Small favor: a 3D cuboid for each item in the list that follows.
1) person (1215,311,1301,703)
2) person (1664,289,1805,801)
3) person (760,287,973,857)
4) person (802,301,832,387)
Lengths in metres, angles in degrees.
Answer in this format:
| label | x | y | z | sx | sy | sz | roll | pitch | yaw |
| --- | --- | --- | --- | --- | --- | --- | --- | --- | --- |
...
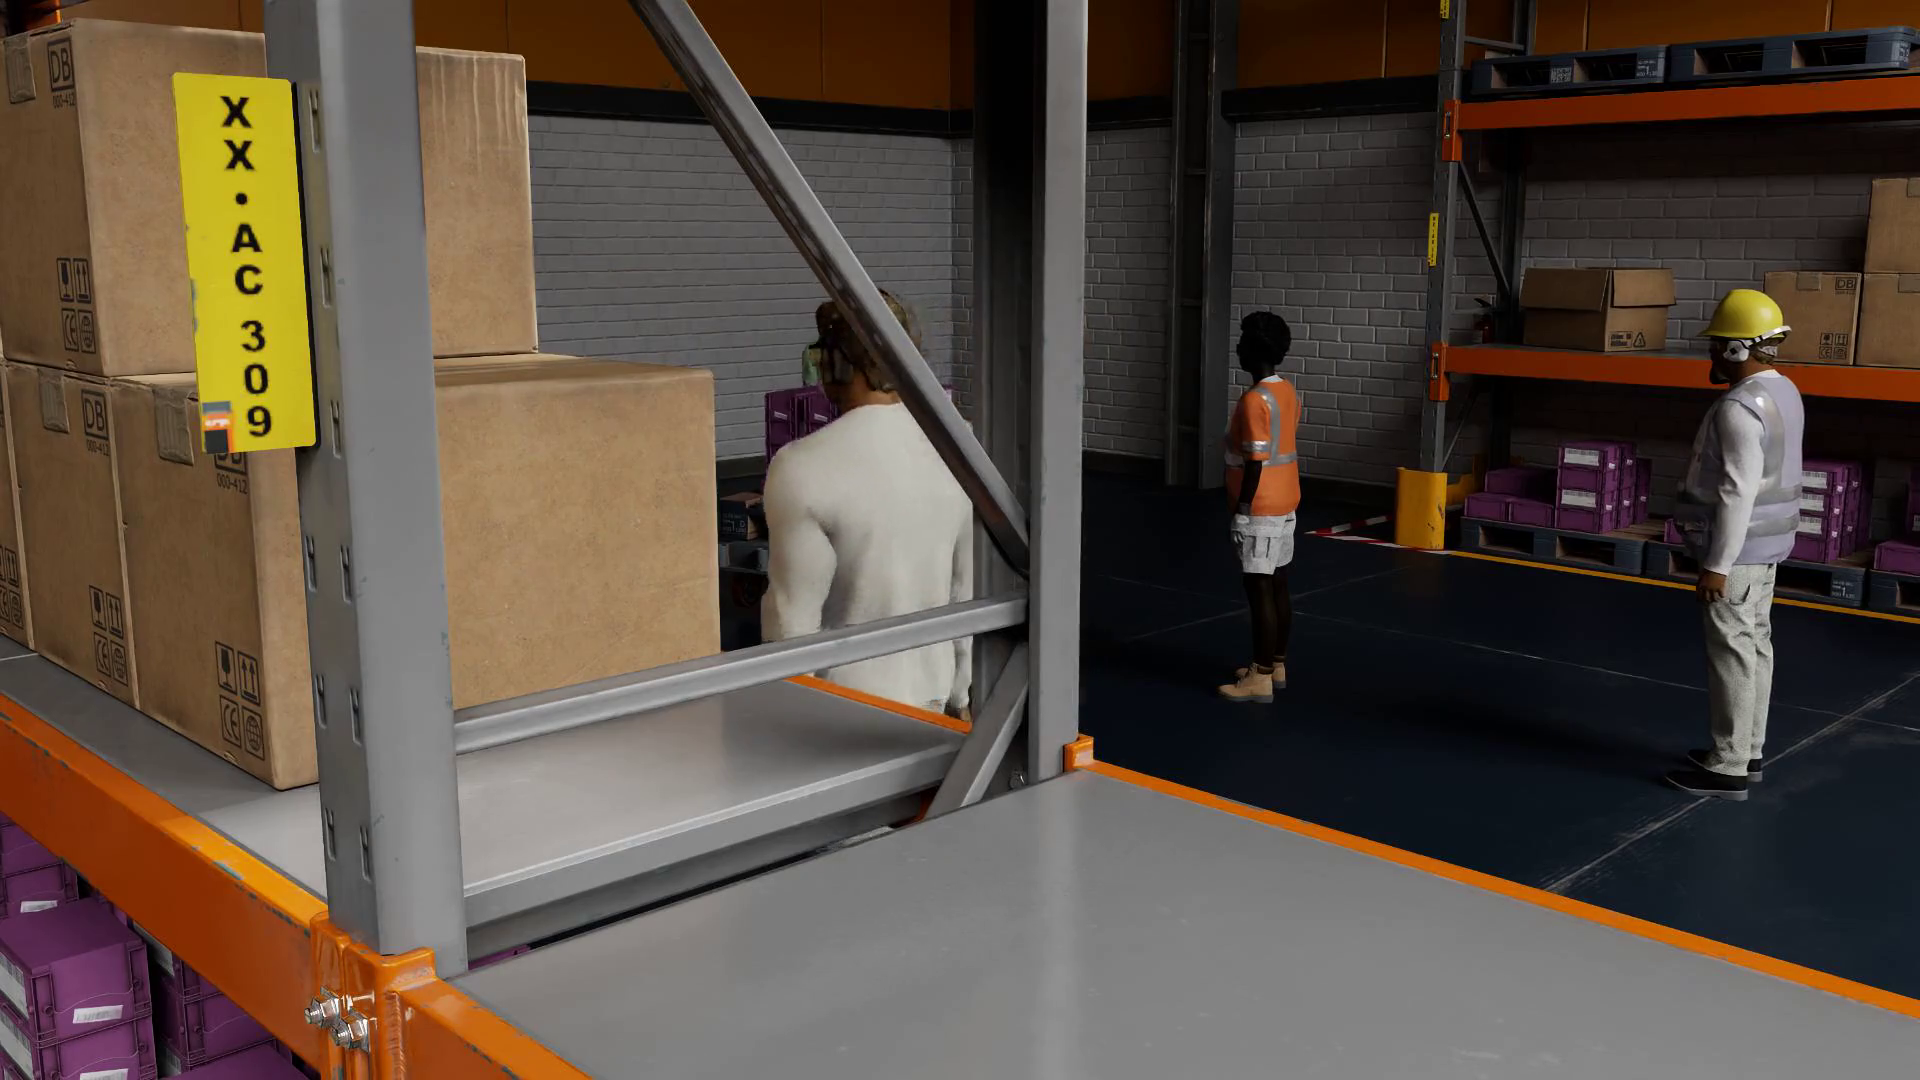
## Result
| label | x | y | z | sx | sy | sz | roll | pitch | yaw |
| --- | --- | --- | --- | --- | --- | --- | --- | --- | --- |
| person | 1.308 | -0.141 | 7.250 | 0.320 | 1.697 | 0.531 | 5 | 12 | 27 |
| person | 2.793 | 0.018 | 6.014 | 0.400 | 1.831 | 0.597 | 8 | 13 | 39 |
| person | -0.153 | 0.382 | 3.820 | 0.819 | 1.917 | 0.634 | 10 | 14 | 43 |
| person | -0.773 | -0.777 | 10.979 | 0.539 | 1.596 | 0.414 | -1 | 10 | -5 |
